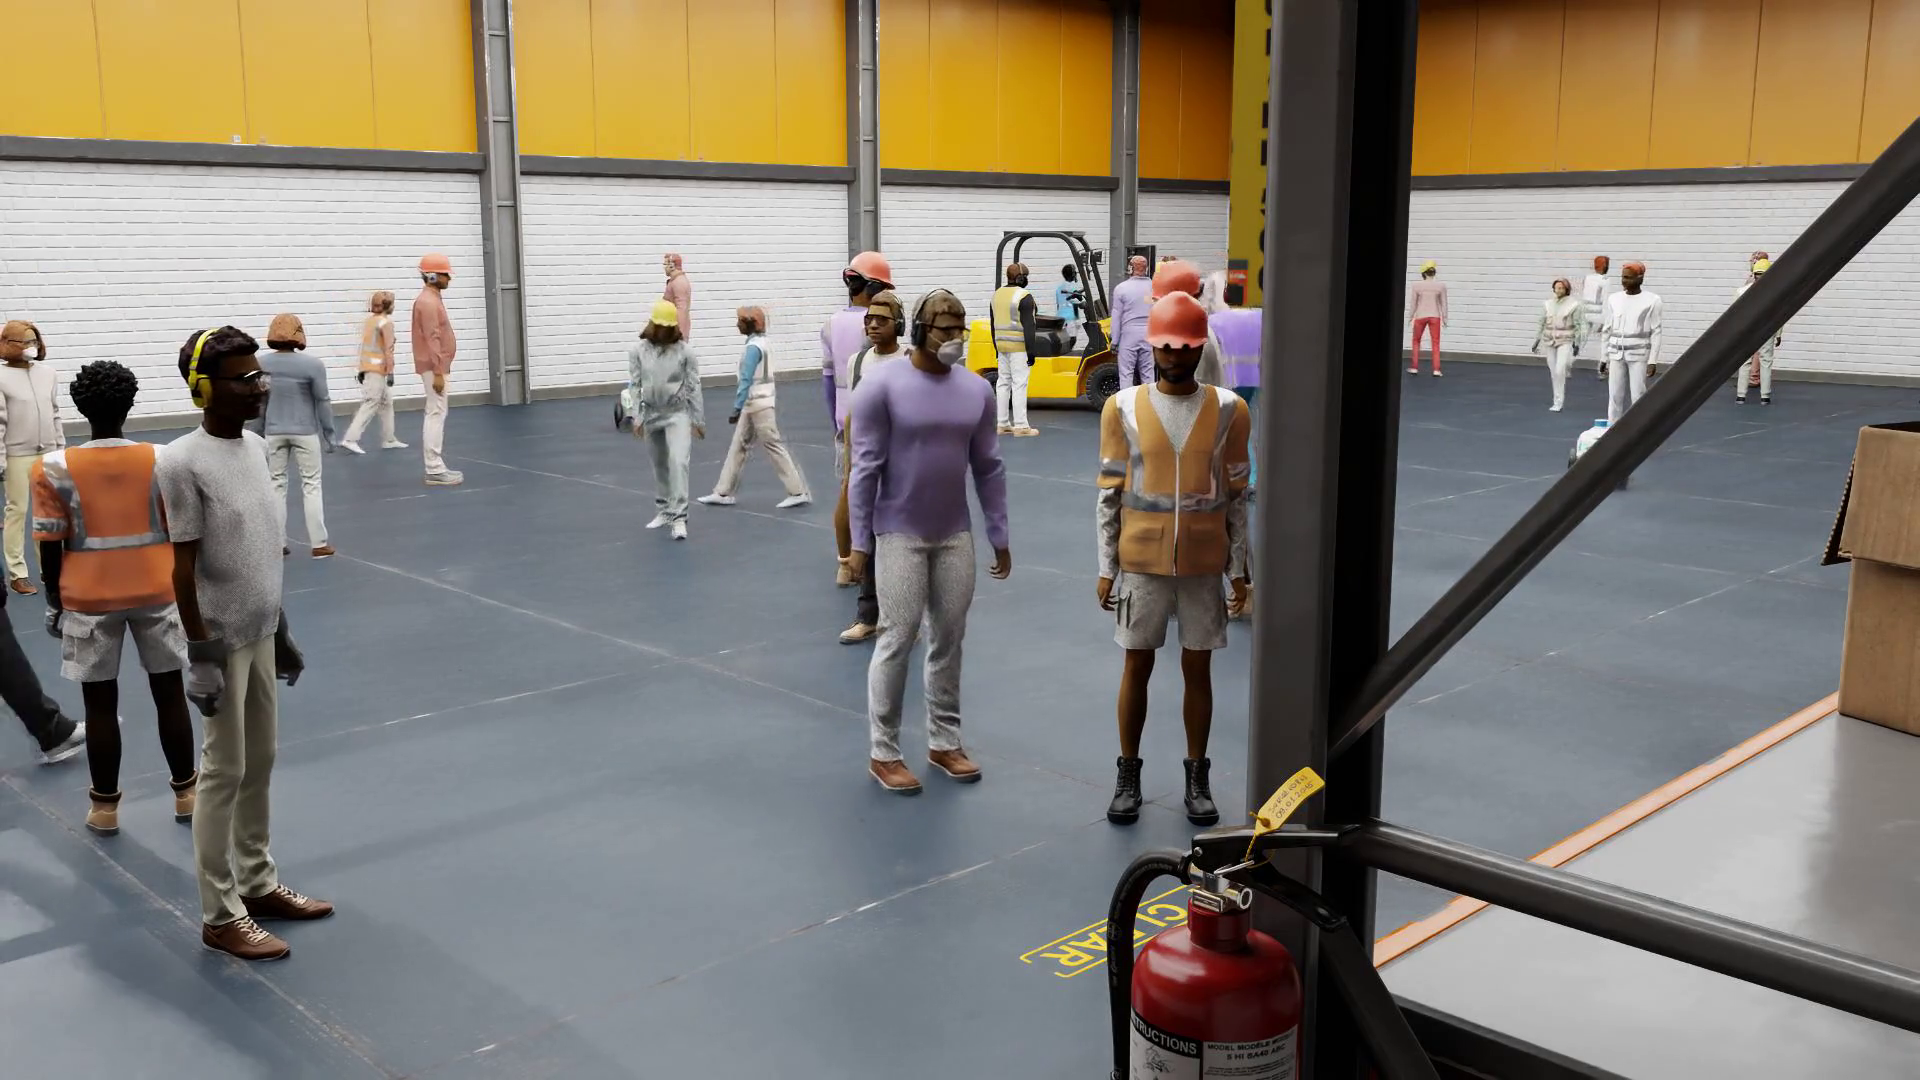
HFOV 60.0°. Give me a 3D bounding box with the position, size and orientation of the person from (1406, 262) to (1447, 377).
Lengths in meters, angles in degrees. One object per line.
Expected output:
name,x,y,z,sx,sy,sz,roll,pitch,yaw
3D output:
person,7.113,-3.360,25.359,0.614,1.722,0.793,1,10,3

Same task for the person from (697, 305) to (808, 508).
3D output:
person,-1.607,-1.032,12.993,0.863,1.596,0.513,-1,10,-8

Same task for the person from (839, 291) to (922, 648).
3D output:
person,-0.390,-0.355,8.611,0.507,1.846,0.343,6,12,28

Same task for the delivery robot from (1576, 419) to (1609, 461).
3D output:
delivery robot,5.478,-0.790,14.250,0.477,0.478,0.707,4,11,22

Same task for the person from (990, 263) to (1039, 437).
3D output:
person,0.598,-2.025,17.733,0.429,1.841,0.634,-8,13,-37

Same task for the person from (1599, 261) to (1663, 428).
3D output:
person,6.530,-1.771,16.234,0.338,1.879,0.582,-9,13,-39

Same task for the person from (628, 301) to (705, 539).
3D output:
person,-2.083,-0.860,11.853,0.509,1.672,0.804,1,10,7

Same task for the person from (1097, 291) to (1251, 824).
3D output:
person,0.768,0.078,6.003,0.553,1.934,0.365,1,10,4

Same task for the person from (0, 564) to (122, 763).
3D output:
person,-3.875,0.045,6.403,1.059,1.858,0.622,-7,12,-33

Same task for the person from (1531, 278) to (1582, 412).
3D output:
person,7.207,-2.353,20.154,0.680,1.614,0.528,-9,14,-40

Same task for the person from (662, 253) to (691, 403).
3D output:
person,-3.618,-2.690,21.183,0.403,1.904,0.651,-1,10,-8

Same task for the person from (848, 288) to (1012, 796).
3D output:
person,-0.116,-0.002,6.464,0.660,1.931,0.419,-7,12,-32

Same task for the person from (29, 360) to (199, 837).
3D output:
person,-2.987,0.209,5.941,0.540,1.696,0.315,-6,12,-32

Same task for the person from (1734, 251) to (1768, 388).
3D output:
person,11.158,-3.088,23.352,0.644,1.907,0.399,-9,14,-40

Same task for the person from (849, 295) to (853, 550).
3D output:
person,-0.629,-0.841,11.194,0.521,1.874,0.328,10,14,43

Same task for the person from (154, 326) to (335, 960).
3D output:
person,-2.141,0.302,4.968,0.329,1.872,0.509,1,10,5

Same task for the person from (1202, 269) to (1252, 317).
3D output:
person,3.624,-2.962,22.754,0.741,1.878,0.395,-1,10,-3

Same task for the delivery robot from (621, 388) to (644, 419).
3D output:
delivery robot,-3.520,-1.525,18.258,0.477,0.478,0.707,-3,11,-17

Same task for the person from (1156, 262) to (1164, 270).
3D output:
person,2.749,-2.951,22.986,0.312,1.768,0.522,-2,11,-13

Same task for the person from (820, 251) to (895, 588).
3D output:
person,-0.551,-0.699,9.977,0.605,2.034,0.391,10,14,44

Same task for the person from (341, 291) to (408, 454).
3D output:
person,-5.824,-1.653,16.396,0.715,1.596,0.531,-9,13,-39

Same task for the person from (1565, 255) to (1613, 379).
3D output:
person,9.374,-3.301,24.697,0.944,1.851,0.584,-6,12,-29

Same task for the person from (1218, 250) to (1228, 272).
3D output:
person,4.323,-3.663,26.320,0.606,1.966,0.367,4,11,19

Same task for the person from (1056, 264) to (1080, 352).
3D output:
person,1.675,-3.419,25.736,0.318,1.698,0.547,-5,12,-26

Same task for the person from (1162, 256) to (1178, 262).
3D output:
person,2.923,-3.081,23.498,0.429,1.838,0.634,-4,11,-23

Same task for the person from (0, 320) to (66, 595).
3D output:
person,-5.576,-0.499,9.979,0.269,1.631,0.509,4,11,20

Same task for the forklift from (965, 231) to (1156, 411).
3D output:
forklift,1.222,-2.721,20.561,2.313,2.155,1.214,2,11,13

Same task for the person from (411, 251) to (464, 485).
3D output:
person,-4.497,-1.476,14.321,0.398,1.991,0.622,-4,11,-18

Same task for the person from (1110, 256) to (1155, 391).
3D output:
person,2.021,-2.297,19.073,0.647,1.900,0.402,-3,11,-17

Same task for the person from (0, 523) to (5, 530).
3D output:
person,-7.178,-0.978,11.975,0.533,1.859,0.310,6,12,30

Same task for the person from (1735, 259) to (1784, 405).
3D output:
person,10.077,-2.624,21.017,0.589,1.834,0.403,5,11,24

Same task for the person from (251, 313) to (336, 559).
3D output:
person,-4.404,-0.679,10.981,0.510,1.629,0.282,0,10,-2

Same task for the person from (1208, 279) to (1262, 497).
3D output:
person,2.271,-1.258,13.659,0.585,1.807,0.953,-4,11,-21

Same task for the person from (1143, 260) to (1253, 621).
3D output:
person,1.283,-0.527,9.135,0.878,1.987,0.626,1,10,6
